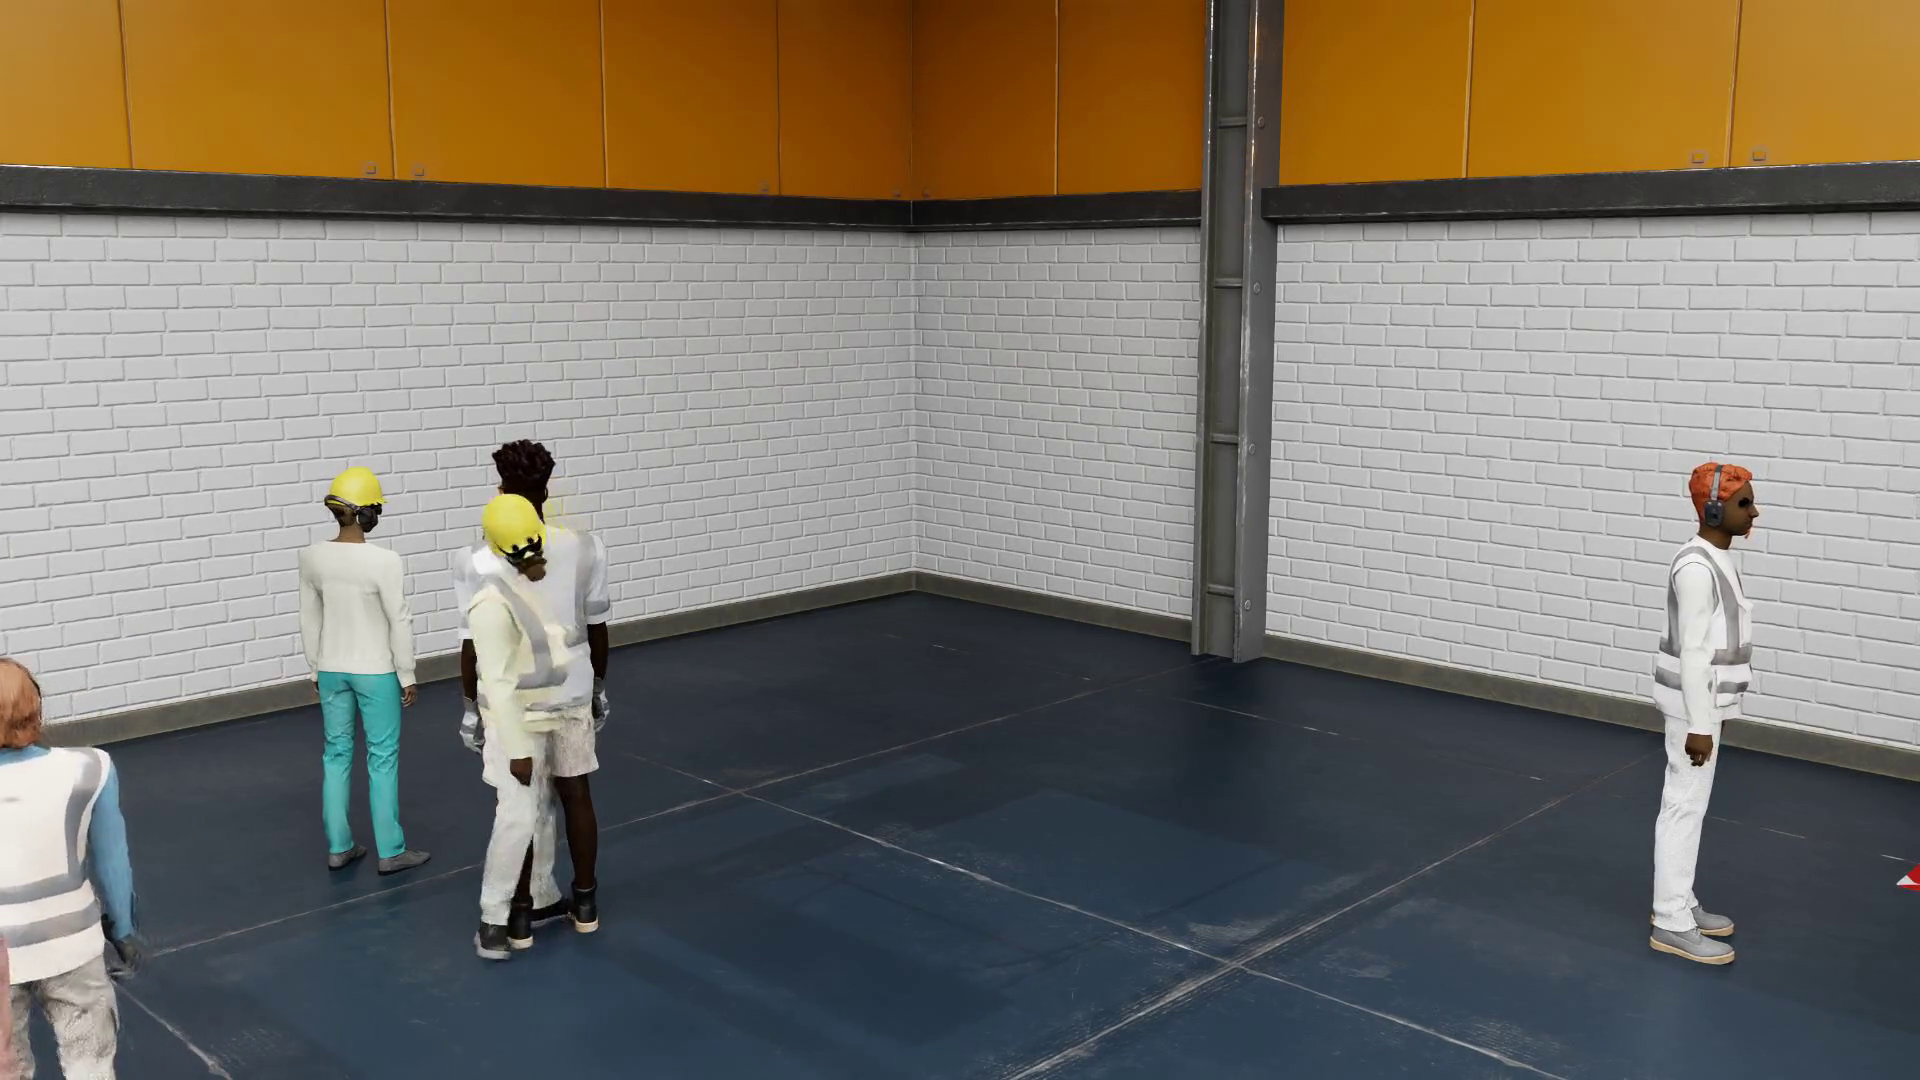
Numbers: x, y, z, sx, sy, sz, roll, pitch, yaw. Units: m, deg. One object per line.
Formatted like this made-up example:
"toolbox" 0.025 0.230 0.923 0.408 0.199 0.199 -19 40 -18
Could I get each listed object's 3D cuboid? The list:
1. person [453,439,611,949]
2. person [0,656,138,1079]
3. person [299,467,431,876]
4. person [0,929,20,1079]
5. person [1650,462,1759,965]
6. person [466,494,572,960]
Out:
"person" -1.639 0.589 6.423 0.606 1.967 0.367 -6 11 -33
"person" -2.407 1.103 4.314 0.525 1.622 0.611 -6 11 -34
"person" -2.578 0.565 7.190 0.534 1.767 0.319 3 10 17
"person" -2.019 1.258 3.080 0.531 1.728 0.887 -6 11 -32
"person" 2.837 0.644 6.348 0.356 1.883 0.573 5 10 26
"person" -1.668 0.689 6.395 0.411 1.783 0.674 0 9 0
